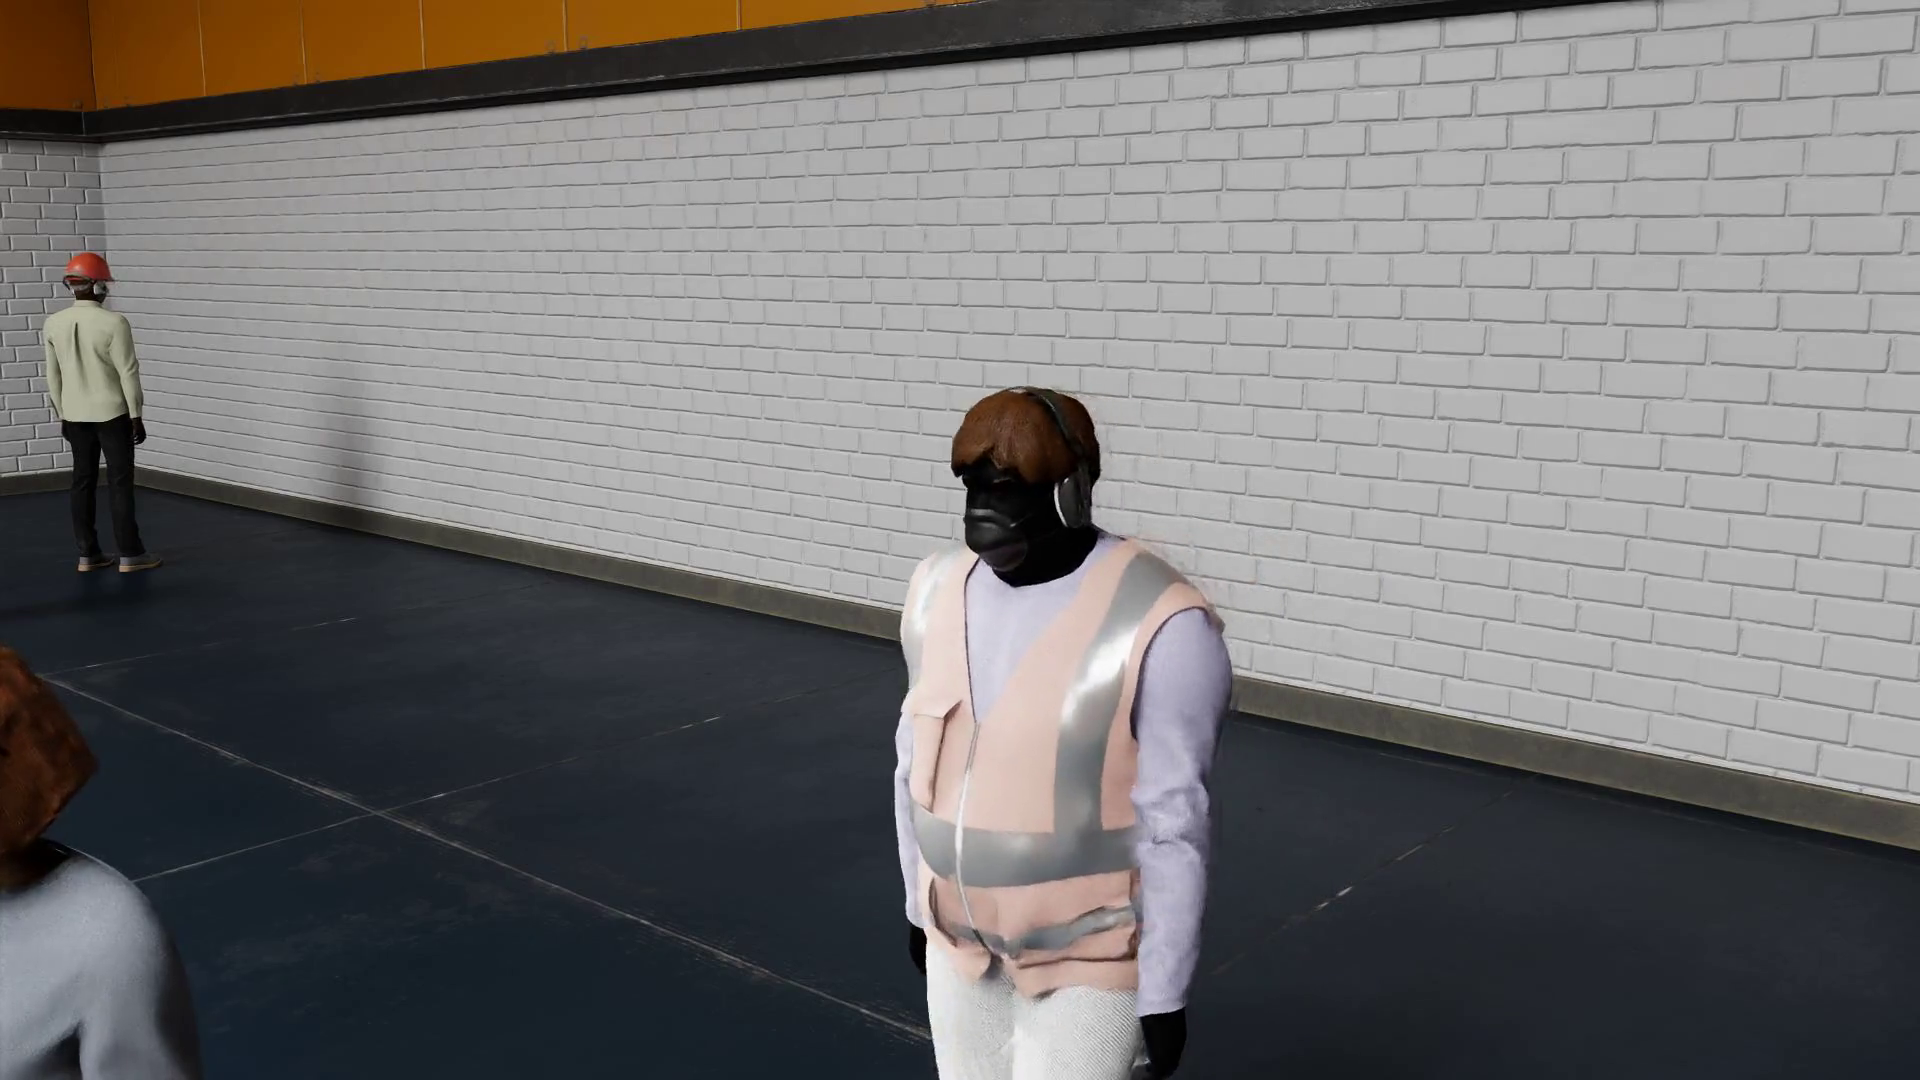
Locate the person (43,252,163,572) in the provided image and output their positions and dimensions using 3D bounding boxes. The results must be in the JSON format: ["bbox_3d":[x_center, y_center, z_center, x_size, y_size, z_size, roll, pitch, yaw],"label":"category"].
[{"bbox_3d":[-5.377,-0.789,10.404,0.608,1.996,0.376,2,10,9],"label":"person"}]

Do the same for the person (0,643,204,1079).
[{"bbox_3d":[-1.062,0.889,1.882,0.507,1.631,0.268,4,11,20],"label":"person"}]

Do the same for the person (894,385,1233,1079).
[{"bbox_3d":[0.188,0.634,2.817,0.635,1.817,0.697,8,13,39],"label":"person"}]
